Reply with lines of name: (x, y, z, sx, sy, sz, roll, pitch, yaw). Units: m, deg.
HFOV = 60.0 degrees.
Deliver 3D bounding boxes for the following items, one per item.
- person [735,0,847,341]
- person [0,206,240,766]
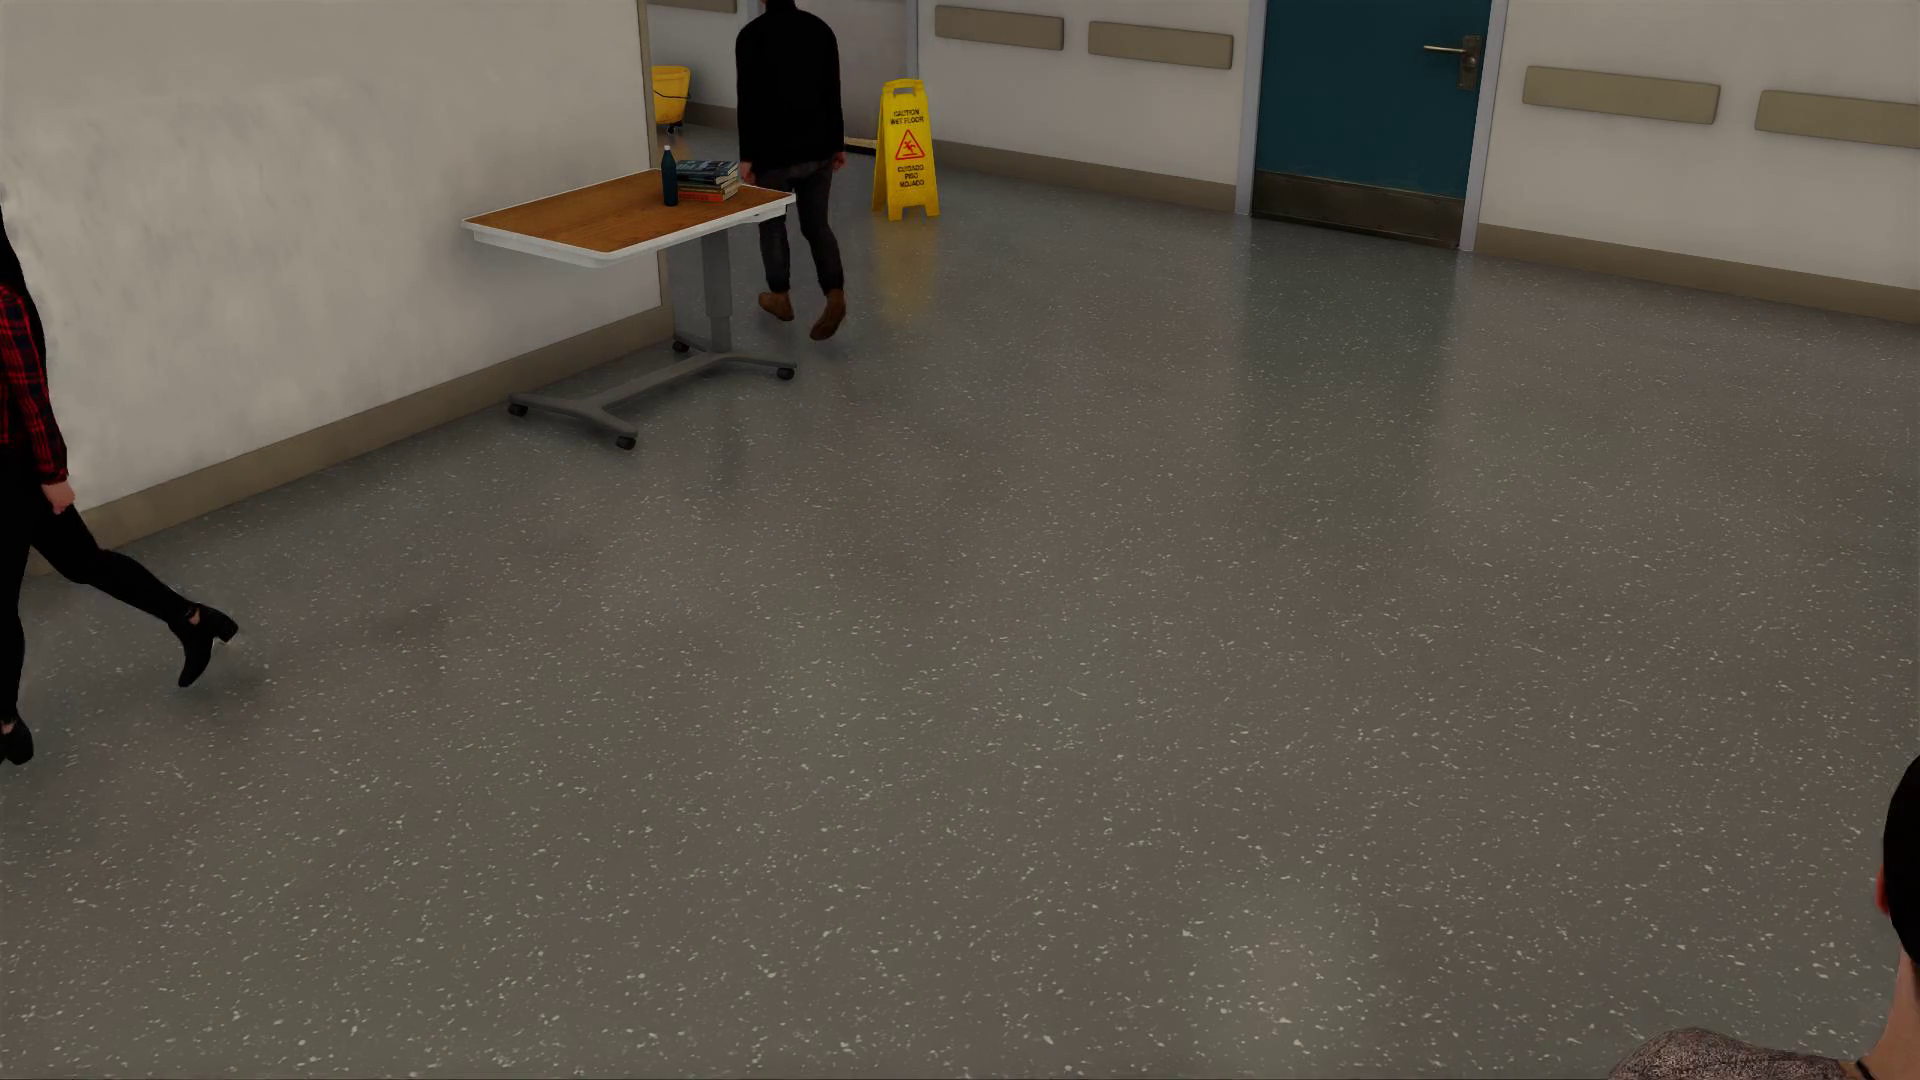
person: (-0.708, -1.721, 7.333, 0.969, 1.700, 1.153, -13, 29, -26)
person: (-2.356, -0.209, 4.289, 1.016, 1.621, 0.722, 21, 33, 36)
